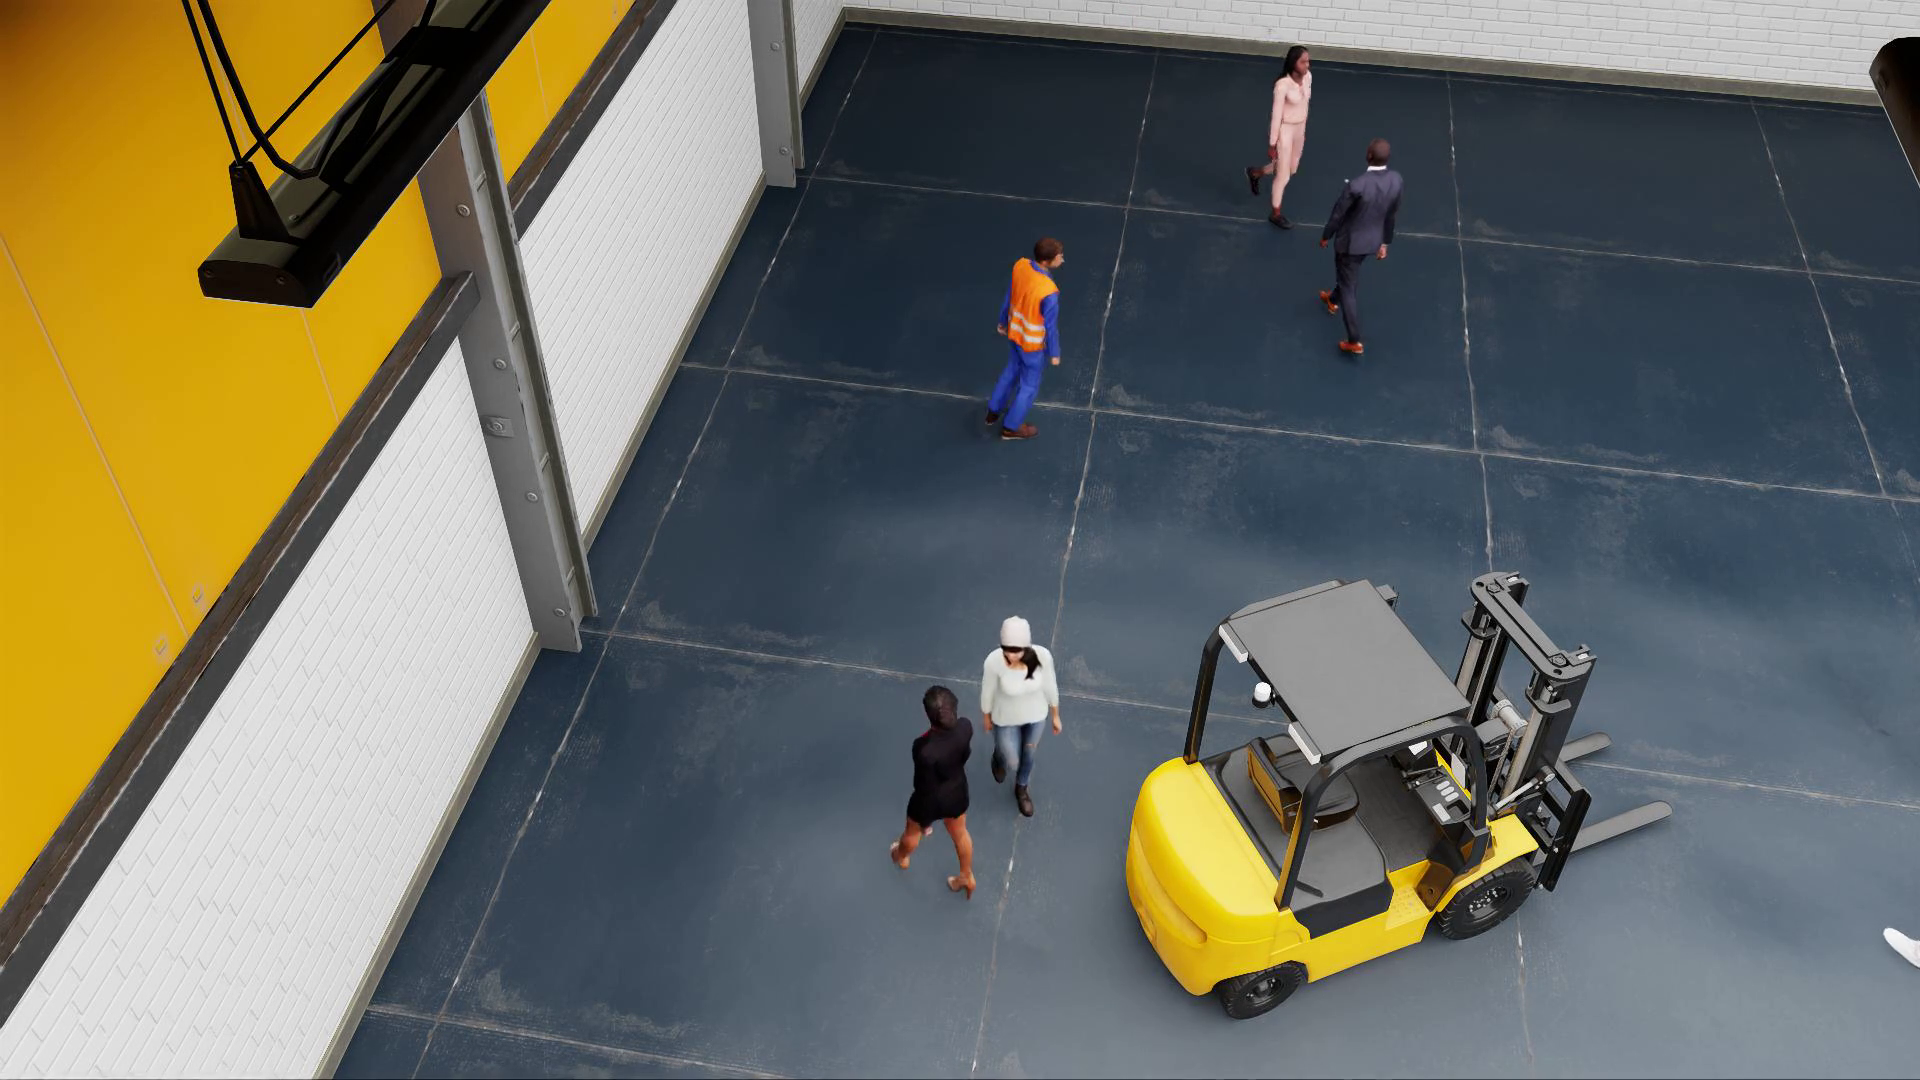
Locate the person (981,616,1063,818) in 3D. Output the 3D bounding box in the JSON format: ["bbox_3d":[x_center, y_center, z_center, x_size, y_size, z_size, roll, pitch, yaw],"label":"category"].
[{"bbox_3d":[0.324,0.975,9.917,0.763,1.639,0.820,-14,45,-14],"label":"person"}]

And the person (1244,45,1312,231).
[{"bbox_3d":[2.808,-3.580,14.648,0.973,1.707,0.995,-31,52,-29],"label":"person"}]

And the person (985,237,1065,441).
[{"bbox_3d":[0.460,-1.478,12.360,0.956,1.820,0.867,-33,53,-30],"label":"person"}]

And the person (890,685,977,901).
[{"bbox_3d":[-0.040,1.495,9.389,0.930,1.614,0.898,32,52,29],"label":"person"}]

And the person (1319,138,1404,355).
[{"bbox_3d":[3.191,-2.327,13.268,1.102,1.797,1.270,-16,46,-16],"label":"person"}]
